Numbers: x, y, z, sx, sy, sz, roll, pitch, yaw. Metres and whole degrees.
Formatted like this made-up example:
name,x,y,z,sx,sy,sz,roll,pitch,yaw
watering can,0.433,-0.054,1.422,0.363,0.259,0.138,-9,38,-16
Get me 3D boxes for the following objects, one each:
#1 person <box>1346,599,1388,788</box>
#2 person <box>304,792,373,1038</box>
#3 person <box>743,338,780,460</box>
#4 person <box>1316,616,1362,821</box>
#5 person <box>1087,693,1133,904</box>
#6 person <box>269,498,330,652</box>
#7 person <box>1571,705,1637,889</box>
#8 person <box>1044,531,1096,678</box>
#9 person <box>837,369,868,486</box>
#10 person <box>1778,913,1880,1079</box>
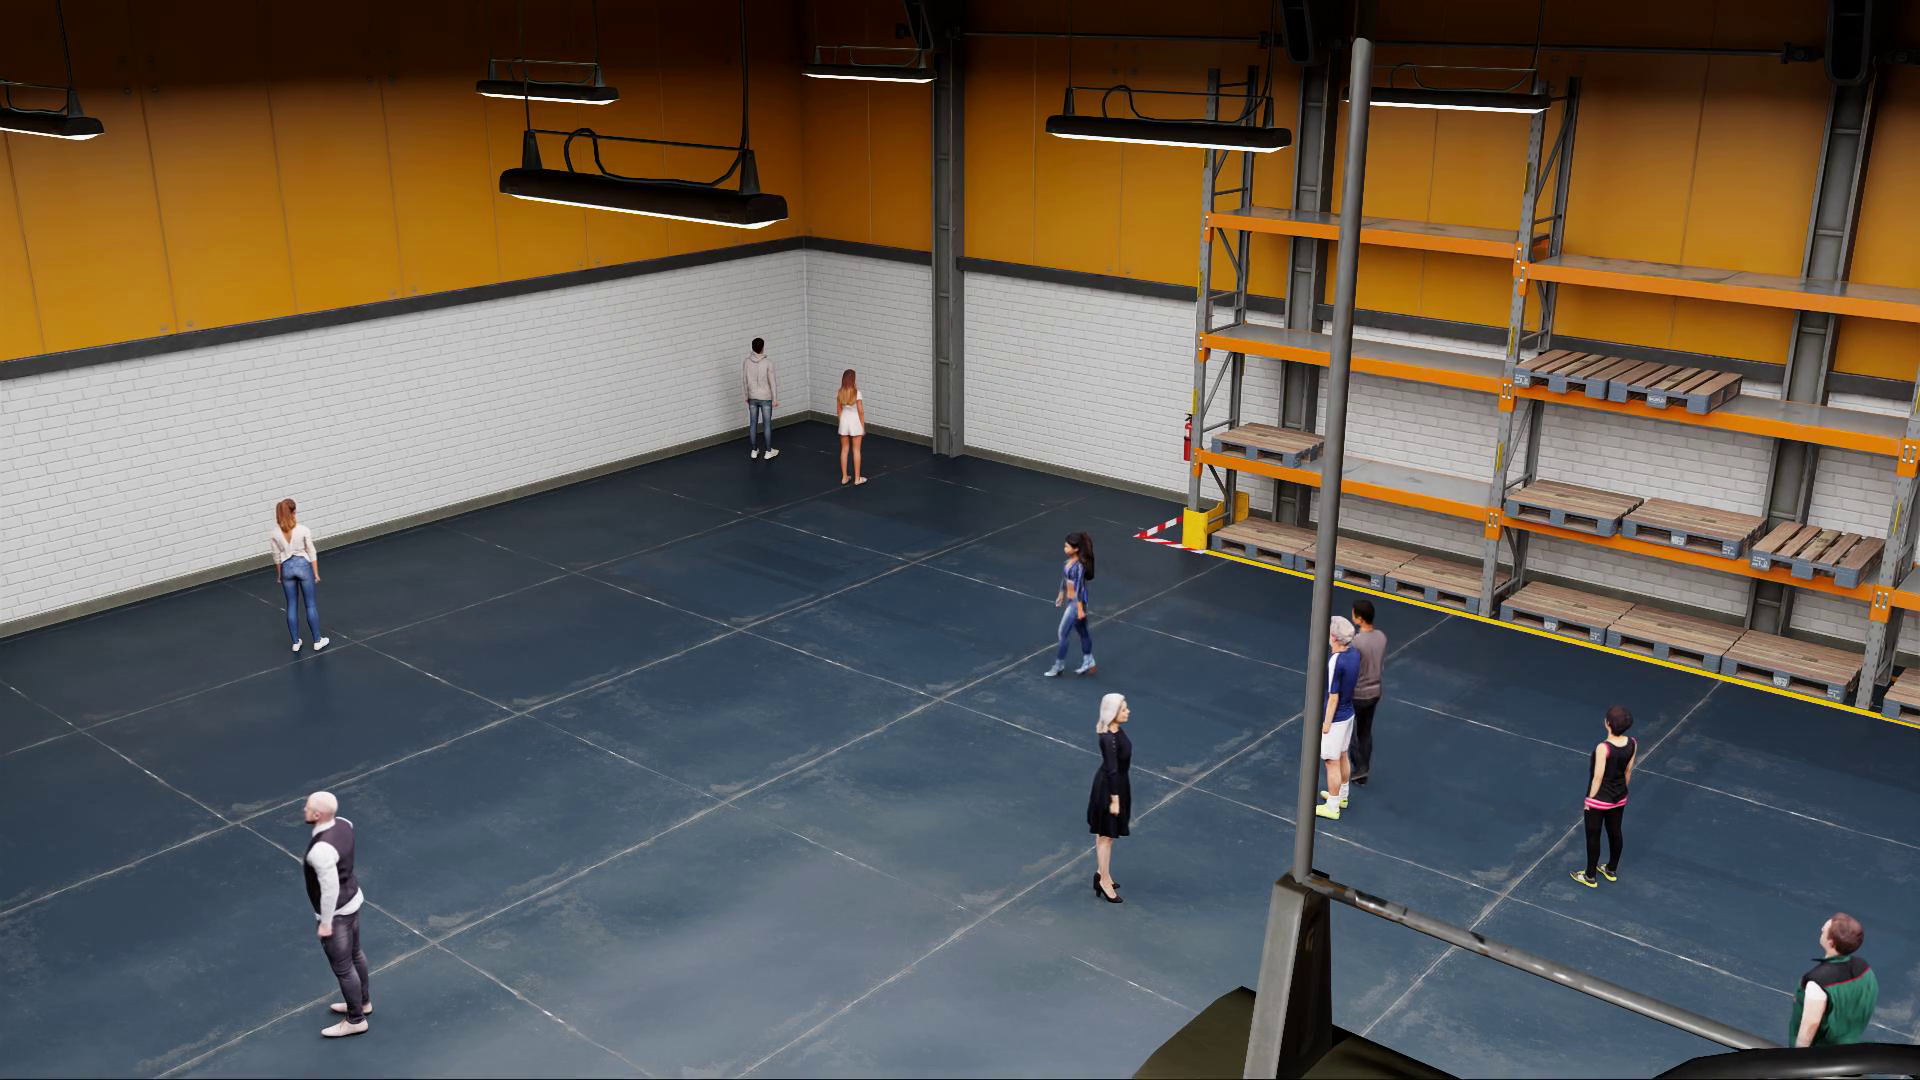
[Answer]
name,x,y,z,sx,sy,sz,roll,pitch,yaw
person,3.670,1.417,14.959,0.779,1.753,0.756,16,24,39
person,-4.296,2.555,11.469,0.835,1.823,0.772,-2,19,-5
person,-3.078,-2.183,25.492,0.686,1.852,0.820,4,19,11
person,3.280,1.529,14.493,0.562,1.837,0.650,12,22,31
person,1.201,2.017,13.186,0.738,1.747,0.701,1,19,4
person,-7.221,0.373,18.113,0.678,1.719,0.741,-1,19,-4
person,5.220,2.046,13.403,0.619,1.553,0.632,-8,20,-21
person,1.293,0.675,17.400,0.934,1.601,0.874,-1,19,-4
person,-1.592,-1.651,24.156,0.585,1.697,0.693,7,20,21
person,5.167,3.050,9.967,0.753,1.843,0.771,-8,20,-22
